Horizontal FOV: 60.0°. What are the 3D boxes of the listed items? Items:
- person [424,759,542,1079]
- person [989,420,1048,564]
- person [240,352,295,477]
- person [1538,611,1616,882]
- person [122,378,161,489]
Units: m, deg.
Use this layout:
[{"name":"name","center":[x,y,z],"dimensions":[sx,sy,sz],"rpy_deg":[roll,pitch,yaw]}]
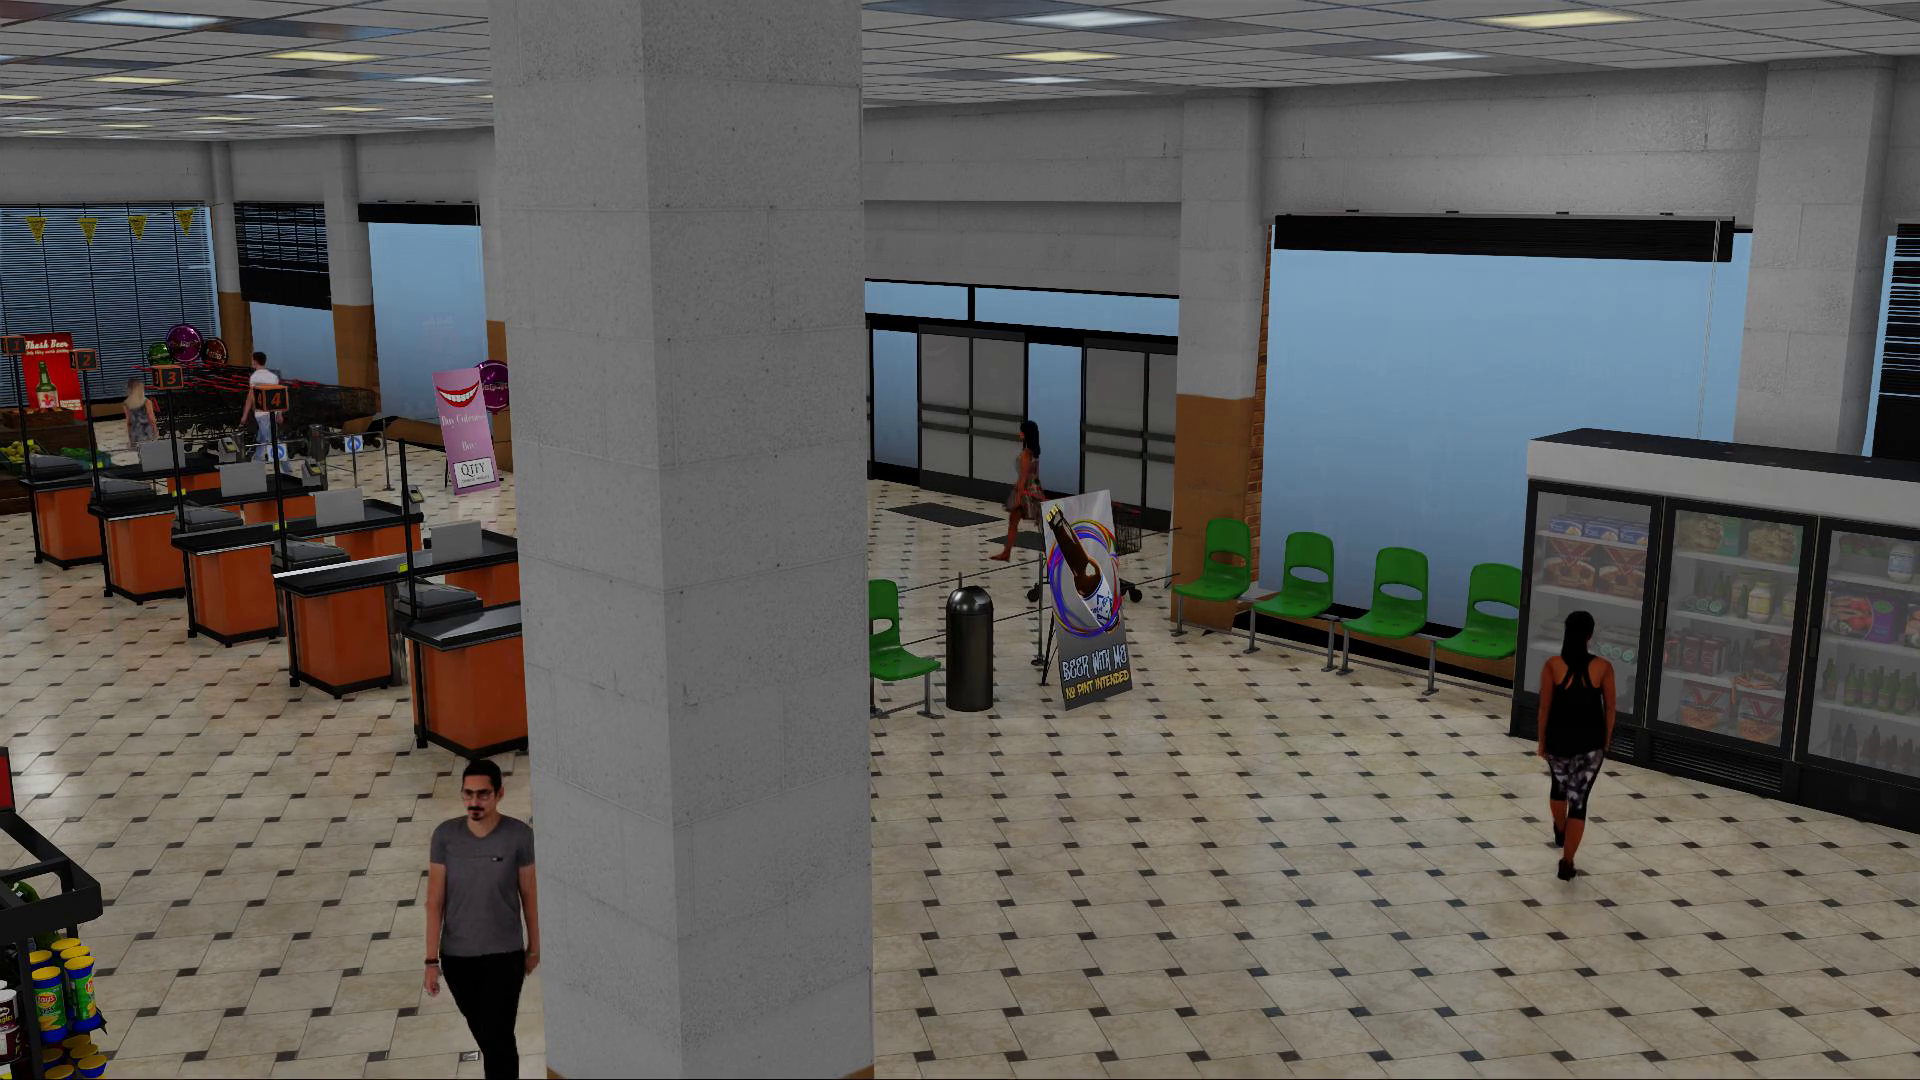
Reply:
[{"name":"person","center":[-2.083,1.784,7.321],"dimensions":[1.118,1.714,1.184],"rpy_deg":[0,12,0]},{"name":"person","center":[0.849,-0.480,18.344],"dimensions":[1.064,1.603,1.130],"rpy_deg":[3,12,12]},{"name":"person","center":[-9.910,-1.752,23.918],"dimensions":[1.146,1.794,1.211],"rpy_deg":[2,12,10]},{"name":"person","center":[3.717,1.259,10.050],"dimensions":[0.863,1.616,1.192],"rpy_deg":[5,13,23]},{"name":"person","center":[-10.813,-1.261,21.885],"dimensions":[0.824,1.672,0.893],"rpy_deg":[3,12,12]}]
